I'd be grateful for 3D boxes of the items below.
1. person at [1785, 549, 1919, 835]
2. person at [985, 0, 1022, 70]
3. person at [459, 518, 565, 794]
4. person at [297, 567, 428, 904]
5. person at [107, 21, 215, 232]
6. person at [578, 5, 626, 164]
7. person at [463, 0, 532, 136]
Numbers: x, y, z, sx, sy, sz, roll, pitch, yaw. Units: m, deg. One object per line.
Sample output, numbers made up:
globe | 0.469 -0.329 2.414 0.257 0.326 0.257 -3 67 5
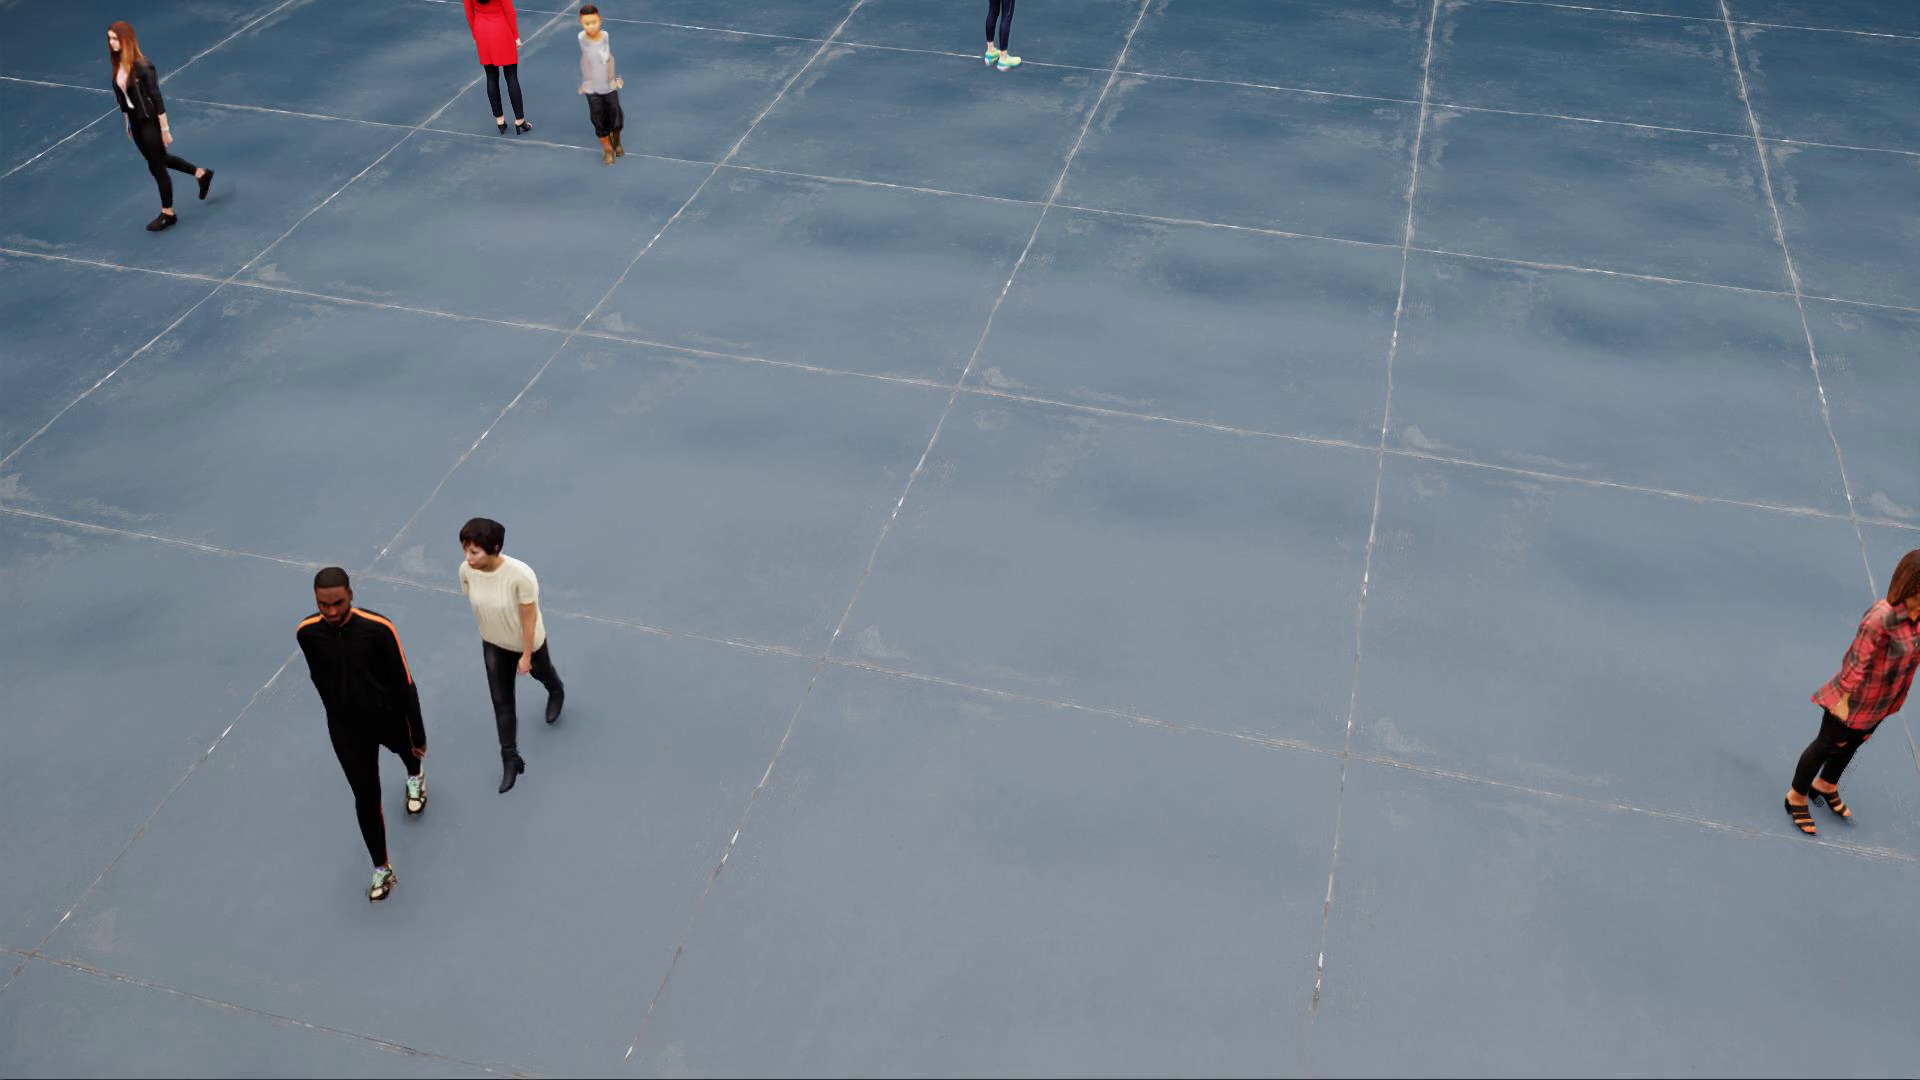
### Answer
person | 4.487 0.737 8.232 0.700 1.703 0.742 -16 41 -19
person | 0.404 -5.469 16.166 0.702 1.701 0.673 -29 46 -32
person | -2.285 0.489 8.679 0.631 1.543 1.015 7 39 9
person | -2.852 0.798 8.108 0.972 1.761 1.301 -5 38 -7
person | -6.534 -3.417 13.545 0.842 1.698 1.064 24 44 27
person | -3.169 -4.045 14.553 0.681 1.446 0.734 -10 39 -12
person | -4.153 -4.481 14.866 0.637 1.748 0.635 5 38 7
